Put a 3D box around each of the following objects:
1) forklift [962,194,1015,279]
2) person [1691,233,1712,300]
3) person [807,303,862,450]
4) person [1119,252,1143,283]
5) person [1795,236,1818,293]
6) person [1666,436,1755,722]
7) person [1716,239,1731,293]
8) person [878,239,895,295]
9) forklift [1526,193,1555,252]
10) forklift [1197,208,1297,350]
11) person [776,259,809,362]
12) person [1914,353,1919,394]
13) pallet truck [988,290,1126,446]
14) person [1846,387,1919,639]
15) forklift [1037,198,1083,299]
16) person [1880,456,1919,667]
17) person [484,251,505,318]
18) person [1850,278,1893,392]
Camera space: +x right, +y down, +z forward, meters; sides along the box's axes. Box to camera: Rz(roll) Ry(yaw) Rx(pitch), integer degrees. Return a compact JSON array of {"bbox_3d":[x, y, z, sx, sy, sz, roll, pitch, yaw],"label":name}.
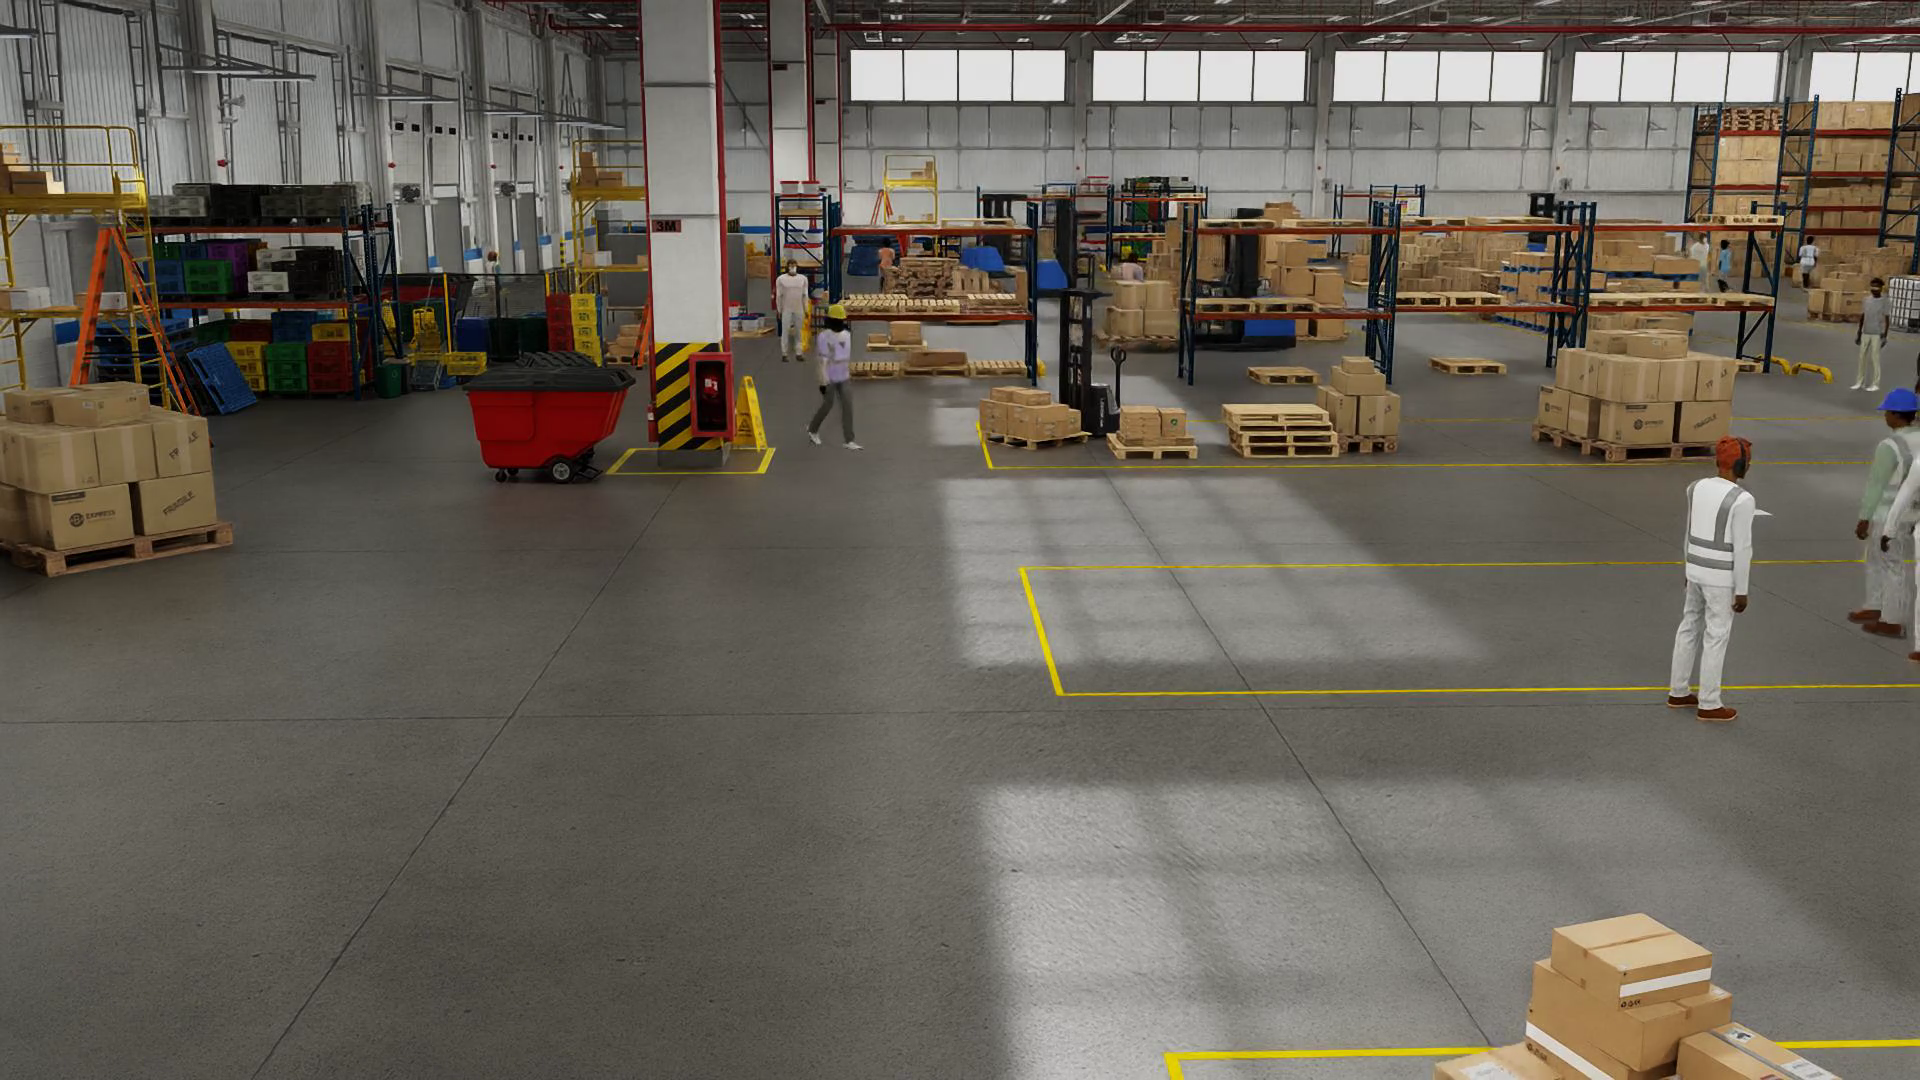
[{"bbox_3d":[1.071,-10.094,55.295,1.873,2.768,1.129,-7,14,-30],"label":"forklift"},{"bbox_3d":[20.575,-7.569,46.162,0.657,1.880,1.028,-5,13,-21],"label":"person"},{"bbox_3d":[-1.660,-2.133,21.610,0.887,1.893,0.596,12,17,42],"label":"person"},{"bbox_3d":[3.821,-5.426,36.629,0.638,1.824,0.610,9,15,36],"label":"person"},{"bbox_3d":[25.302,-8.253,49.772,0.538,1.656,0.848,0,12,-2],"label":"person"},{"bbox_3d":[4.938,0.251,10.888,0.353,1.877,0.573,-3,13,-15],"label":"person"},{"bbox_3d":[21.492,-7.619,46.853,0.367,1.685,0.536,11,17,40],"label":"person"},{"bbox_3d":[-2.106,-7.860,48.006,0.547,1.648,0.867,4,13,19],"label":"person"},{"bbox_3d":[20.111,-10.645,57.784,1.873,2.768,1.129,-5,13,-20],"label":"forklift"},{"bbox_3d":[5.795,-5.267,33.500,1.873,2.768,1.129,0,12,-2],"label":"forklift"},{"bbox_3d":[-3.165,-4.341,31.465,0.627,1.941,0.371,-4,13,-18],"label":"person"},{"bbox_3d":[12.480,-2.119,21.200,0.750,2.000,0.541,-5,13,-22],"label":"person"},{"bbox_3d":[1.257,-2.299,22.111,1.885,1.965,0.823,-9,15,-35],"label":"pallet truck"},{"bbox_3d":[7.115,-0.221,12.870,0.638,1.928,0.654,-9,15,-34],"label":"person"},{"bbox_3d":[2.865,-8.203,46.757,1.873,2.768,1.129,0,12,-2],"label":"forklift"},{"bbox_3d":[7.169,-0.019,12.202,0.705,1.827,0.995,6,14,27],"label":"person"},{"bbox_3d":[-11.471,-6.267,40.870,0.525,1.632,0.314,9,15,34],"label":"person"},{"bbox_3d":[14.939,-3.360,27.227,0.317,1.859,0.525,-7,14,-27],"label":"person"}]
